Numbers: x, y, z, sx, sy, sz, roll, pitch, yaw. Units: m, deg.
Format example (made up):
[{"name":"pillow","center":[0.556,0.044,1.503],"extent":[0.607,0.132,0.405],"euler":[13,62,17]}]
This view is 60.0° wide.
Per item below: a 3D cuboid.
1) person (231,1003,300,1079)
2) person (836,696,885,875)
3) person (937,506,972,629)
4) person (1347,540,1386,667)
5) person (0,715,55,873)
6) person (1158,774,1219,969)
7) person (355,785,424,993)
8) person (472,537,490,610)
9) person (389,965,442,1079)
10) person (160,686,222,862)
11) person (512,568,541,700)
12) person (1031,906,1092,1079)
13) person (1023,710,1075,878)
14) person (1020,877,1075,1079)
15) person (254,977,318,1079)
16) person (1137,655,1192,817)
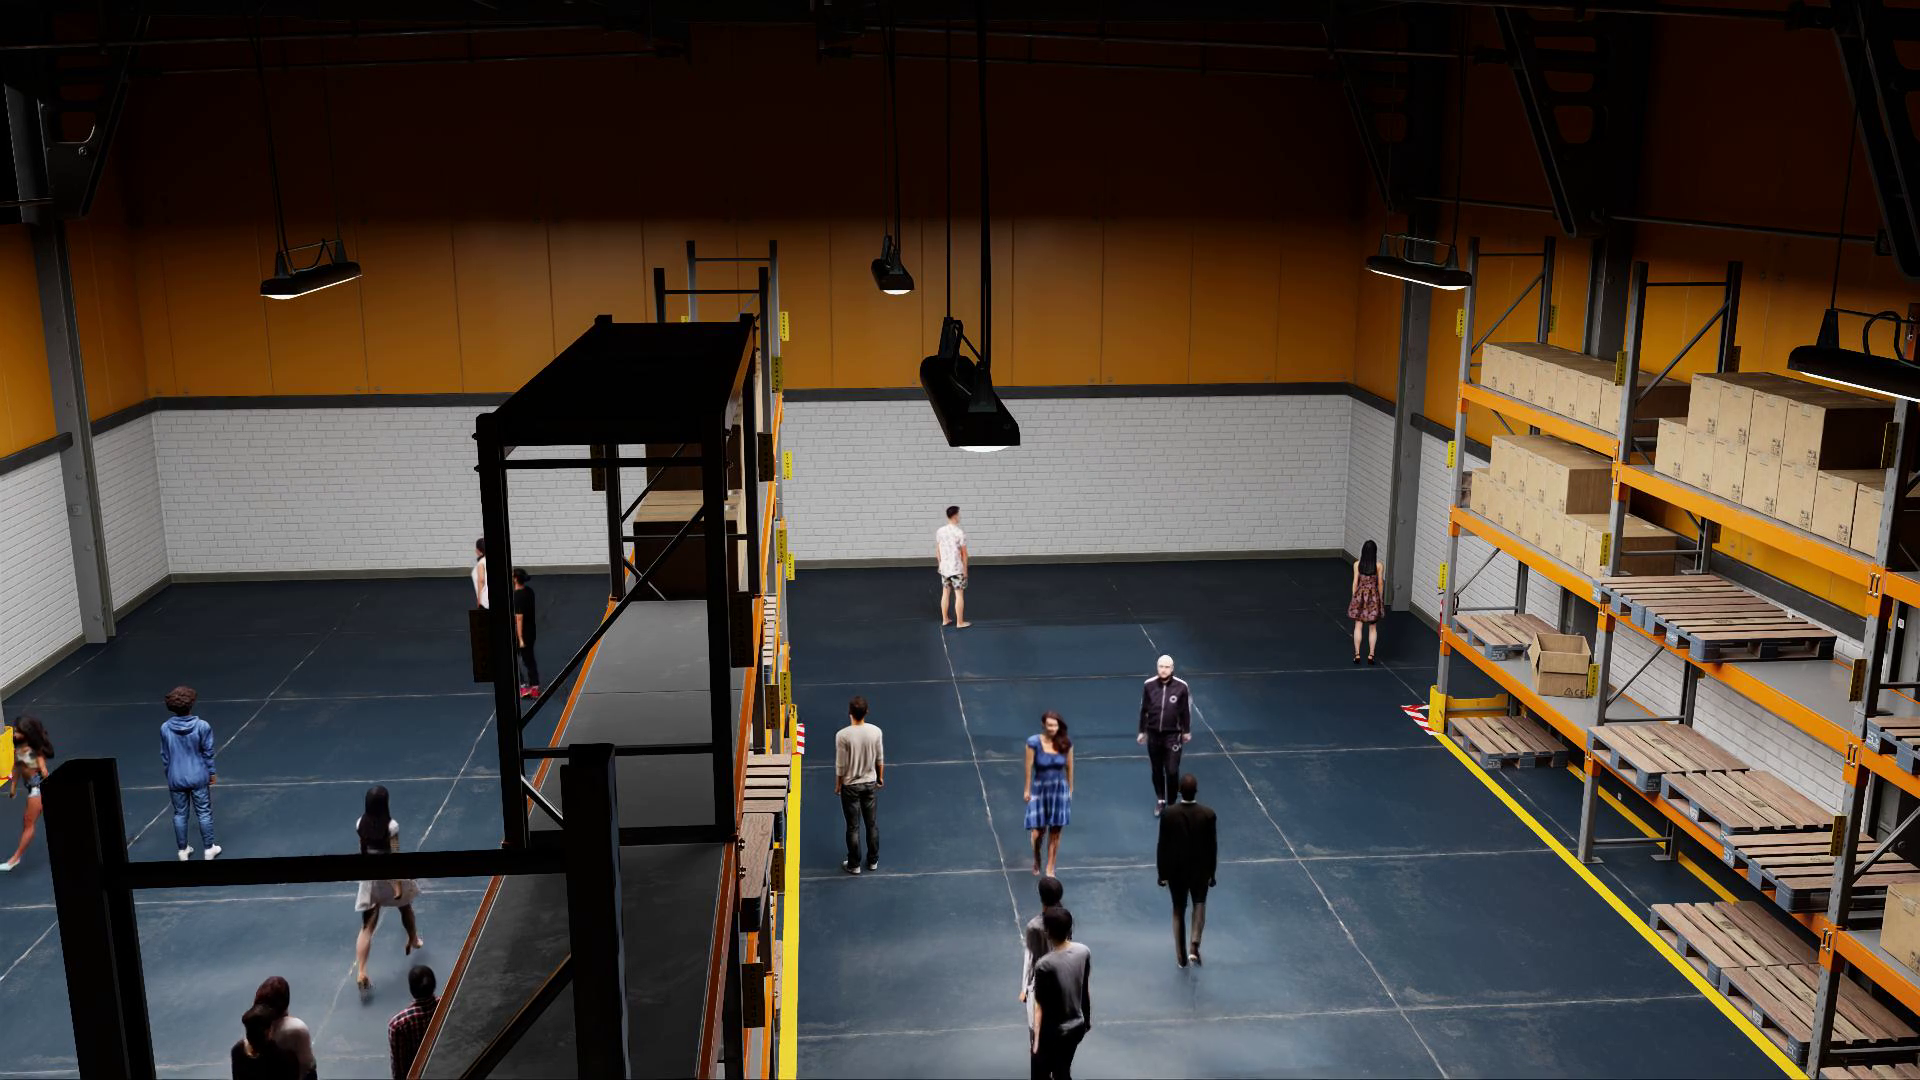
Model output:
[{"name":"person","center":[-4.558,3.787,11.021],"extent":[0.855,1.681,1.066],"euler":[4,14,17]},{"name":"person","center":[-0.985,2.408,16.437],"extent":[0.708,1.812,0.656],"euler":[-6,15,-22]},{"name":"person","center":[-0.109,0.394,24.747],"extent":[0.753,1.816,0.790],"euler":[9,16,33]},{"name":"person","center":[5.606,0.860,22.909],"extent":[0.750,1.774,0.769],"euler":[3,14,13]},{"name":"person","center":[-9.117,2.493,16.595],"extent":[0.995,1.573,1.106],"euler":[9,17,34]},{"name":"person","center":[1.981,2.909,14.406],"extent":[0.741,1.794,0.781],"euler":[1,14,6]},{"name":"person","center":[-4.983,3.001,14.196],"extent":[0.837,1.713,1.291],"euler":[3,14,10]},{"name":"person","center":[-6.649,0.782,23.430],"extent":[0.797,1.682,0.674],"euler":[4,14,16]},{"name":"person","center":[-3.593,3.681,11.288],"extent":[0.786,1.762,0.803],"euler":[-11,17,-38]},{"name":"person","center":[-7.749,2.348,16.697],"extent":[0.685,1.806,0.588],"euler":[-3,14,-11]},{"name":"person","center":[-5.567,1.226,21.465],"extent":[0.780,1.744,0.681],"euler":[3,14,13]},{"name":"person","center":[0.763,3.517,11.783],"extent":[0.950,1.846,1.024],"euler":[-11,17,-38]},{"name":"person","center":[0.840,2.488,16.134],"extent":[0.694,1.799,0.718],"euler":[-2,14,-9]},{"name":"person","center":[0.678,3.365,12.565],"extent":[0.669,1.774,0.679],"euler":[-8,16,-31]},{"name":"person","center":[-4.476,3.773,10.918],"extent":[0.771,1.757,0.930],"euler":[3,14,12]},{"name":"person","center":[2.204,2.079,17.788],"extent":[0.855,1.817,0.917],"euler":[5,14,19]}]
